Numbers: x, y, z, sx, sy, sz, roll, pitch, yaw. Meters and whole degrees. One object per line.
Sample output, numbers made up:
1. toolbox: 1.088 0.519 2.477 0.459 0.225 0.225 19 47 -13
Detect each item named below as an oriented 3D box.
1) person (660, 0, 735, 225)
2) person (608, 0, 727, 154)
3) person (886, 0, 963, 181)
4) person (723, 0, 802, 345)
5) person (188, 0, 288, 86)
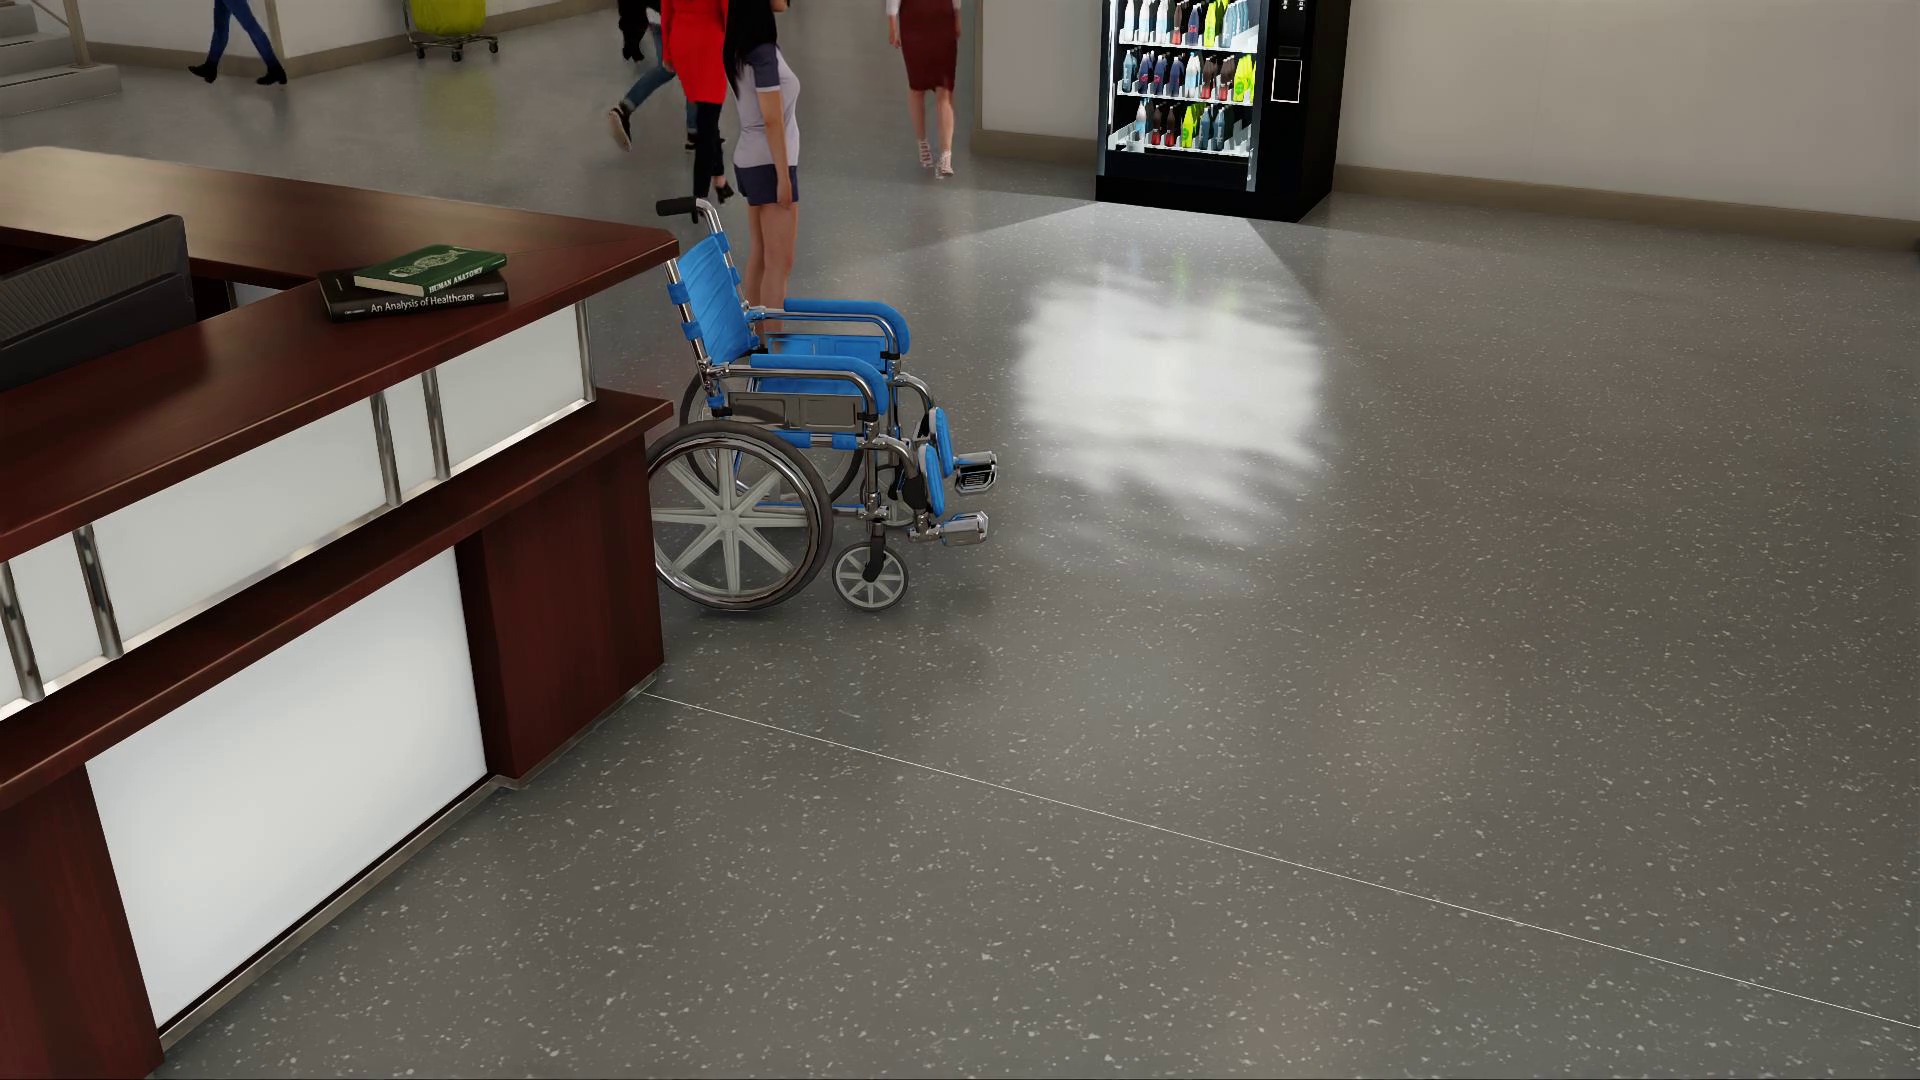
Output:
1. person: -1.449 -2.584 9.047 0.685 1.731 0.678 12 28 23
2. person: -1.895 -3.310 10.475 0.982 1.799 1.089 -22 33 -38
3. person: -0.215 -3.064 10.063 1.083 1.713 1.038 -4 26 -7
4. person: -0.807 -1.574 6.982 0.728 1.706 0.668 -9 27 -18
5. person: -5.476 -4.233 12.643 1.096 1.577 0.868 2 26 3
